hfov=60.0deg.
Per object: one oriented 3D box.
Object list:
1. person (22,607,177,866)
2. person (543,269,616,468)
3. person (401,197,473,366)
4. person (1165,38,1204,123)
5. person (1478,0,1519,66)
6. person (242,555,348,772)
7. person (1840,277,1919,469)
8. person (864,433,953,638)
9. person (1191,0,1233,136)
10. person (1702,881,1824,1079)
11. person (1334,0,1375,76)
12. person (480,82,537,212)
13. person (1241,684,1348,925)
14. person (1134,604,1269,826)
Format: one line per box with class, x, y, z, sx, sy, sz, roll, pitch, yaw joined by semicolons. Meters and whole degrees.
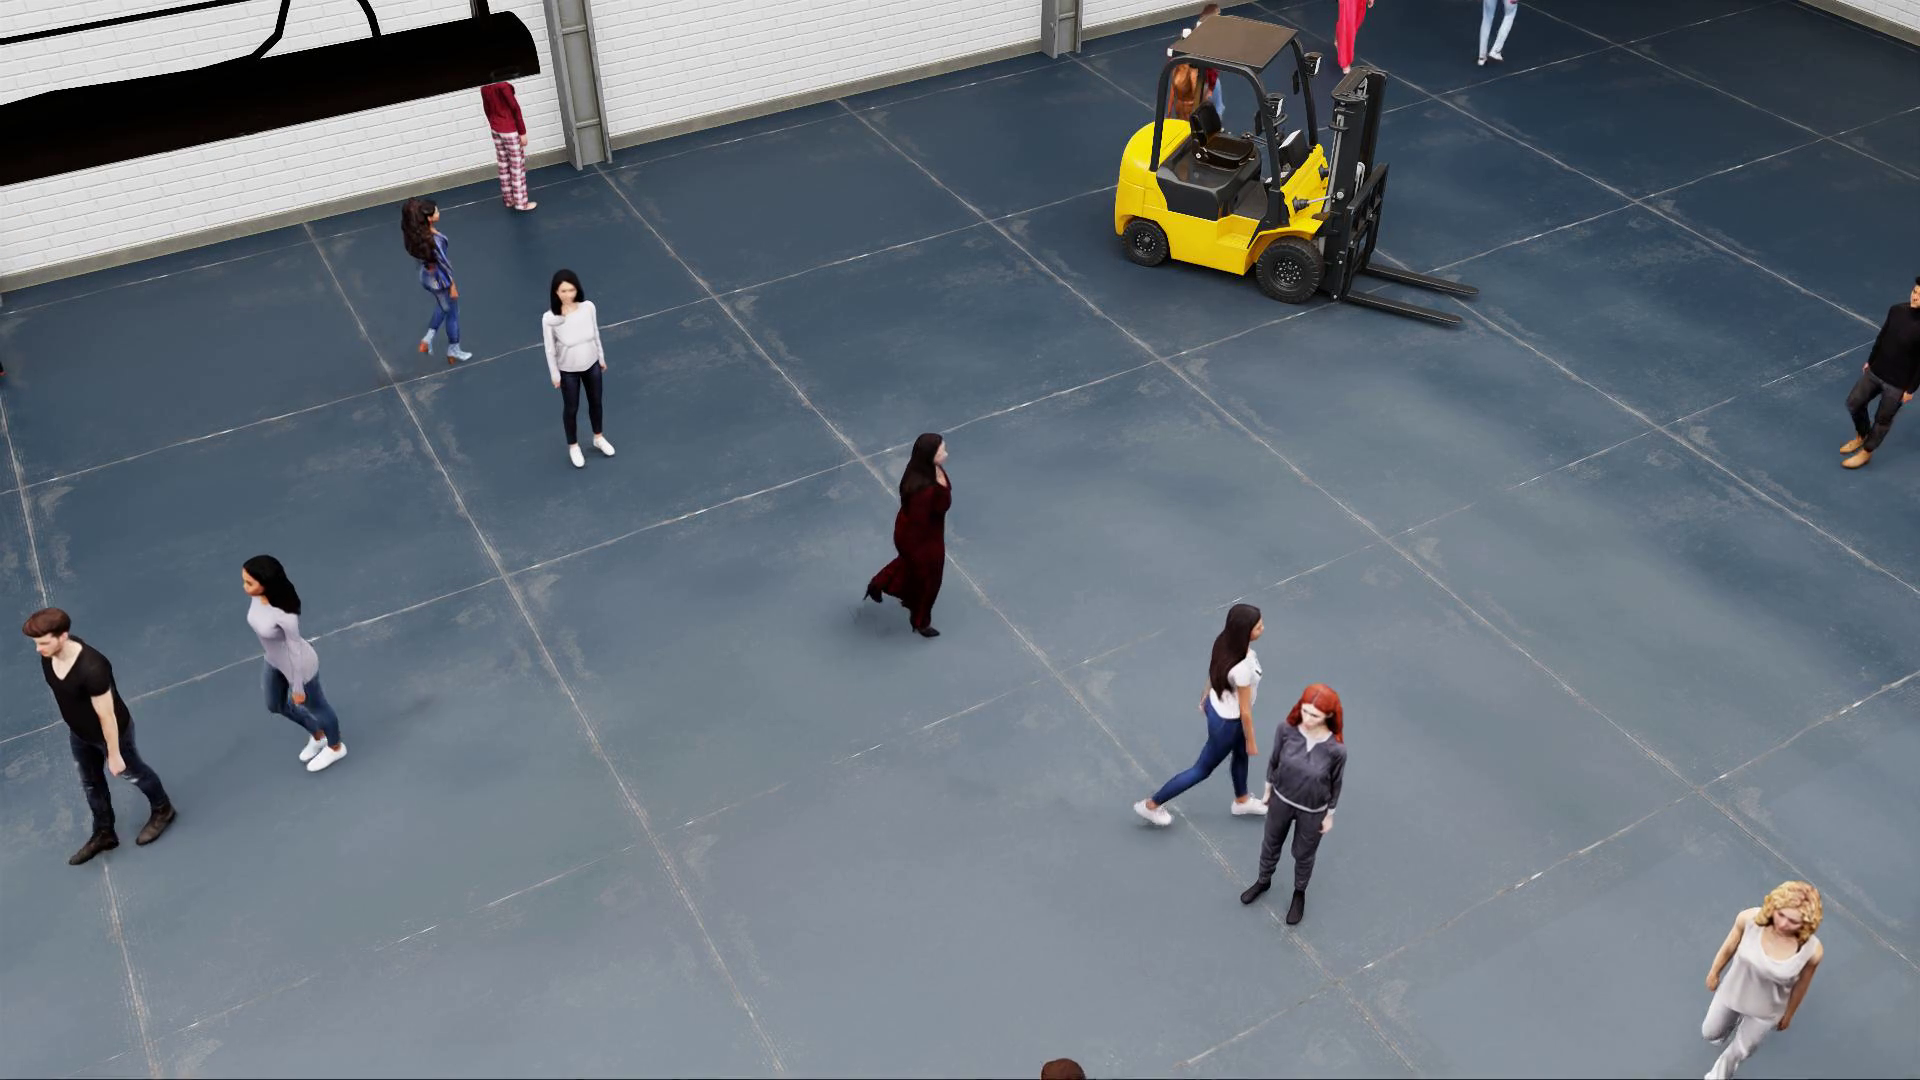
person;-5.053;1.072;9.918;0.959;1.881;1.047;19;42;22
person;-3.015;-1.381;13.133;0.511;1.700;0.702;-25;45;-28
person;-4.523;-2.181;14.207;0.744;1.610;0.696;-30;47;-32
person;2.367;-4.259;16.791;1.169;1.634;0.712;-15;41;-18
person;6.249;-6.401;19.308;0.778;1.840;0.812;21;43;24
person;-4.097;0.748;10.448;0.666;1.724;0.690;-32;48;-33
person;7.376;-1.333;13.059;0.628;1.719;0.689;-14;41;-17
person;-0.345;-0.024;11.406;1.019;1.736;0.923;-3;39;-4
person;2.505;-4.801;17.492;0.784;1.605;0.997;28;46;31
person;4.127;2.294;8.569;0.766;1.654;0.926;27;46;29
person;4.564;-6.348;19.368;1.136;1.681;0.964;-3;39;-4
person;-4.524;-4.105;16.542;0.691;1.703;0.654;24;45;27
person;1.939;1.487;9.479;0.655;1.779;0.648;22;44;25
person;1.491;1.099;10.001;1.210;1.735;0.975;0;39;0
